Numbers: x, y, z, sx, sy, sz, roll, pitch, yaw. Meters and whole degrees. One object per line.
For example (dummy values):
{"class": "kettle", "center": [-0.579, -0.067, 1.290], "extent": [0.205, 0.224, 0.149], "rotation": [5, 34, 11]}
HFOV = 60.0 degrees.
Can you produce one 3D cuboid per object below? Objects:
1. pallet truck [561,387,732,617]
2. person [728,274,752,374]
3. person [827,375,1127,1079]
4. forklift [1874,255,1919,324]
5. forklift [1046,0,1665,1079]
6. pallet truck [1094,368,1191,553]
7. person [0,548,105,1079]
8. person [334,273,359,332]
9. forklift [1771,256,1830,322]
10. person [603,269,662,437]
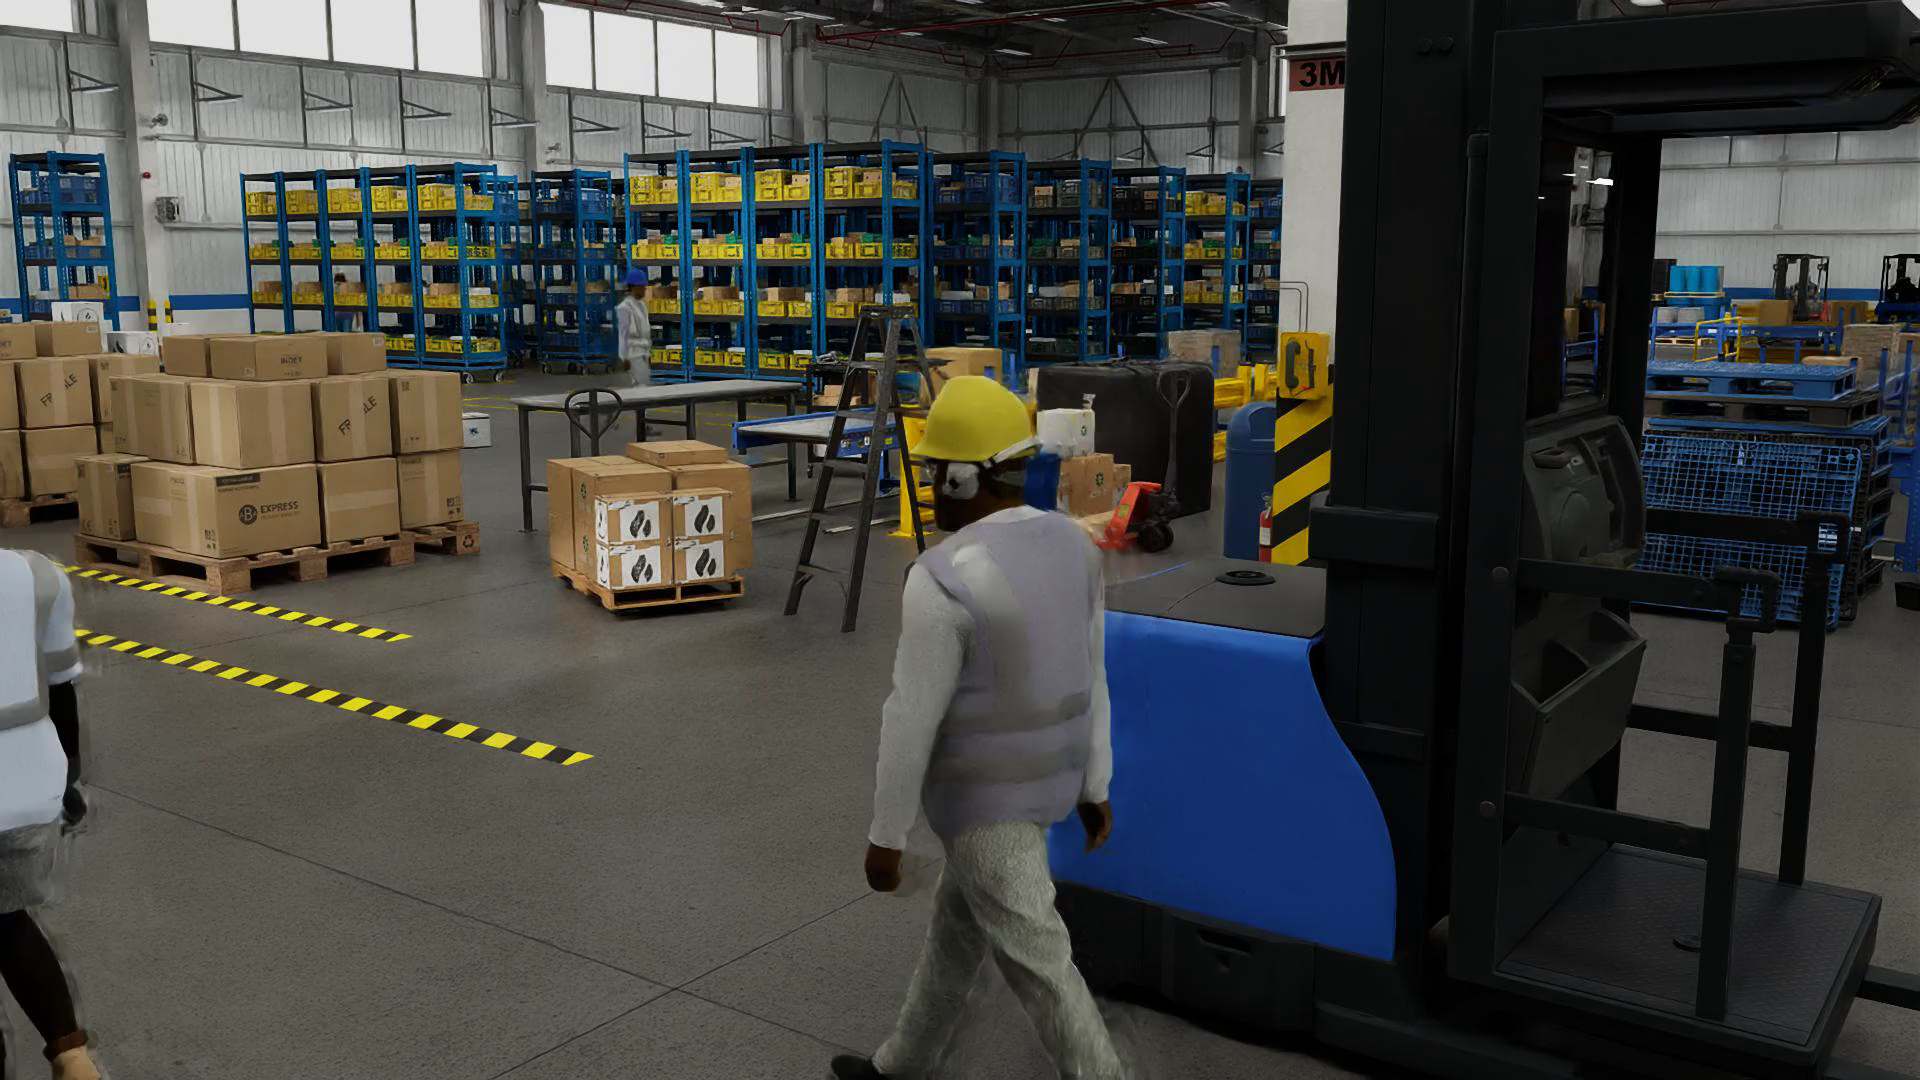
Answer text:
{"class": "pallet truck", "center": [-1.981, -0.274, 10.088], "extent": [0.680, 1.201, 1.601], "rotation": [-5, 11, -28]}
{"class": "person", "center": [-3.808, -3.741, 29.076], "extent": [0.889, 1.798, 0.599], "rotation": [4, 10, 23]}
{"class": "person", "center": [0.081, 0.536, 3.640], "extent": [0.946, 1.784, 0.601], "rotation": [6, 11, 34]}
{"class": "forklift", "center": [22.089, -5.634, 38.796], "extent": [1.157, 1.987, 2.680], "rotation": [6, 11, 33]}
{"class": "forklift", "center": [1.249, -0.137, 4.360], "extent": [1.873, 2.768, 1.129], "rotation": [7, 12, 35]}
{"class": "pallet truck", "center": [0.845, -0.609, 11.869], "extent": [1.630, 1.274, 0.653], "rotation": [7, 12, 35]}
{"class": "person", "center": [-2.161, 0.582, 3.601], "extent": [0.363, 1.684, 0.553], "rotation": [4, 10, 24]}
{"class": "person", "center": [-12.013, -4.298, 32.400], "extent": [0.575, 1.797, 0.943], "rotation": [-1, 10, -6]}
{"class": "forklift", "center": [20.253, -5.854, 40.139], "extent": [1.157, 1.987, 2.680], "rotation": [7, 12, 35]}
{"class": "person", "center": [-3.811, -2.151, 19.174], "extent": [0.684, 1.929, 0.615], "rotation": [2, 10, 10]}
